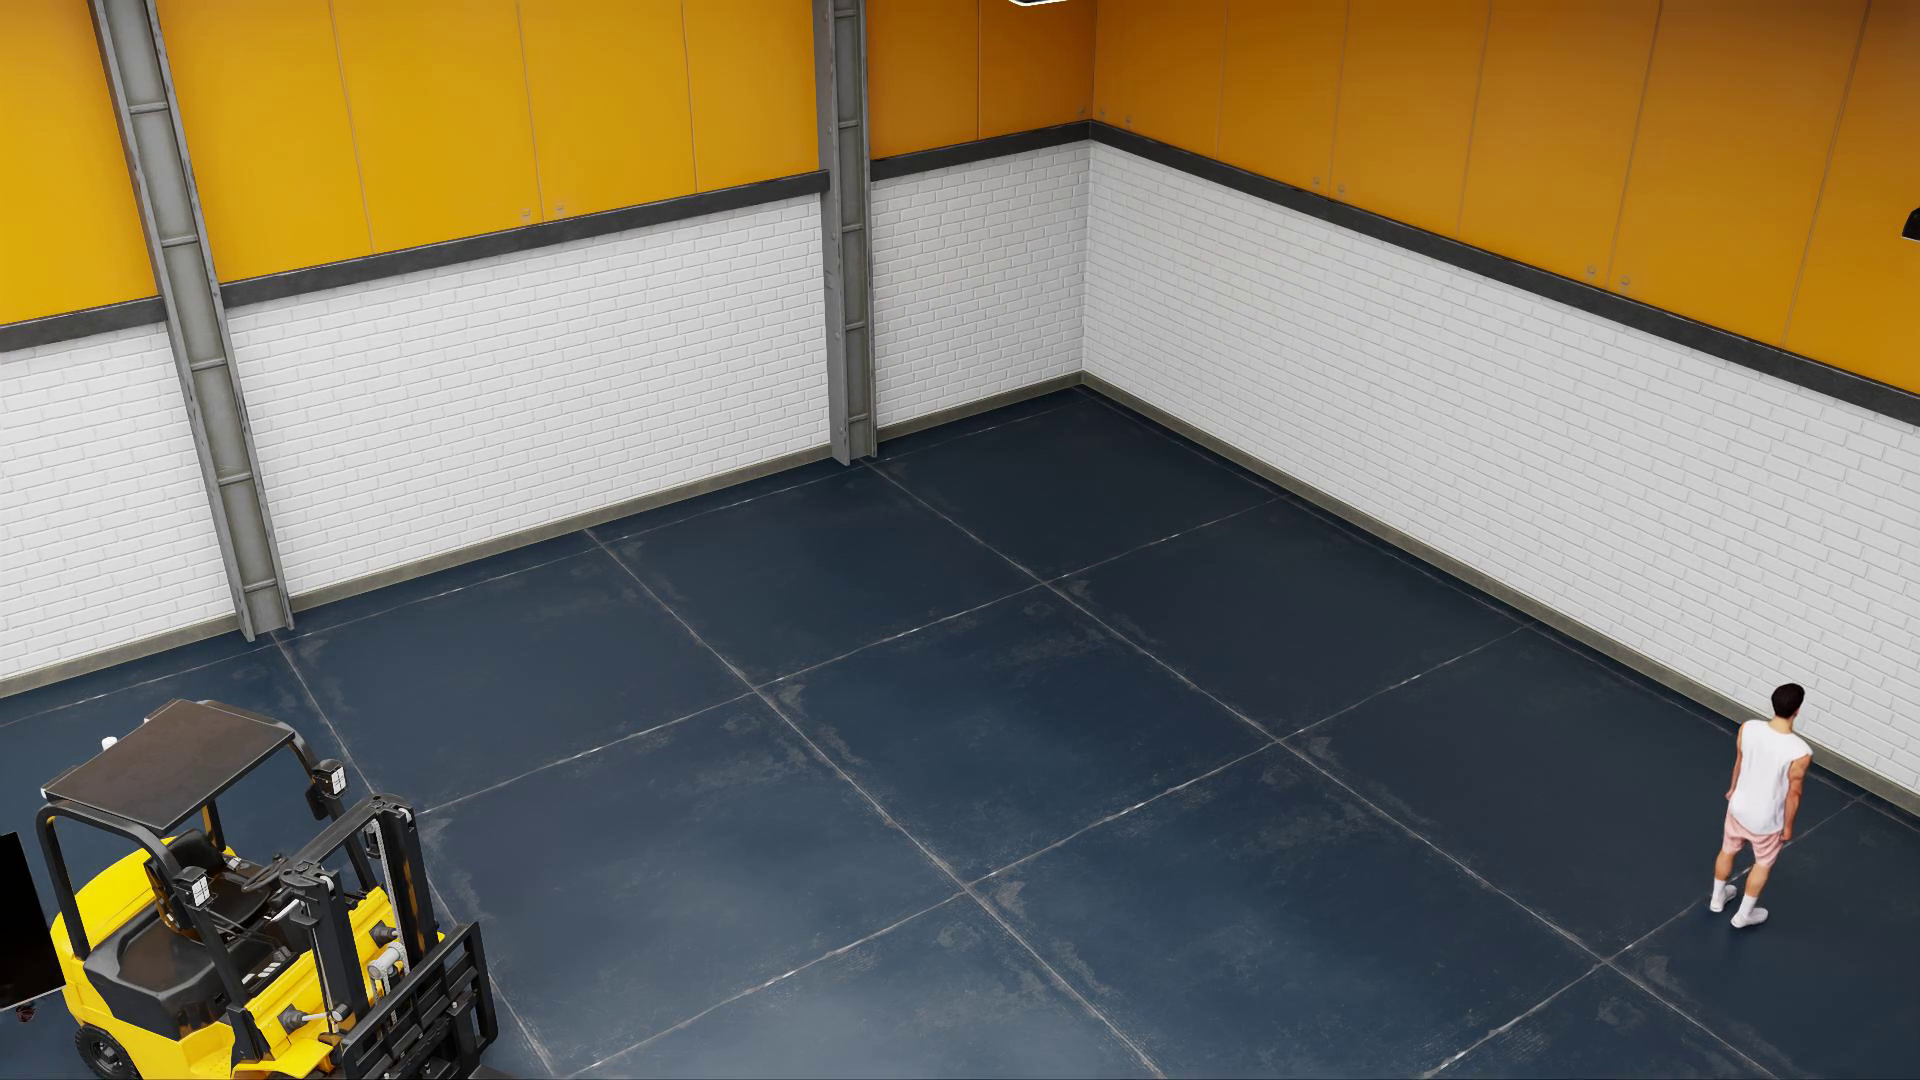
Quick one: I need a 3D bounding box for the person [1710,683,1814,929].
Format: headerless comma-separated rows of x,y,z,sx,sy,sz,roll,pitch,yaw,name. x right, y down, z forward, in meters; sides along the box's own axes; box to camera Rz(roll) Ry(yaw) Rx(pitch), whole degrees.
5.189,1.738,10.813,0.582,1.785,0.664,-17,33,-28,person
